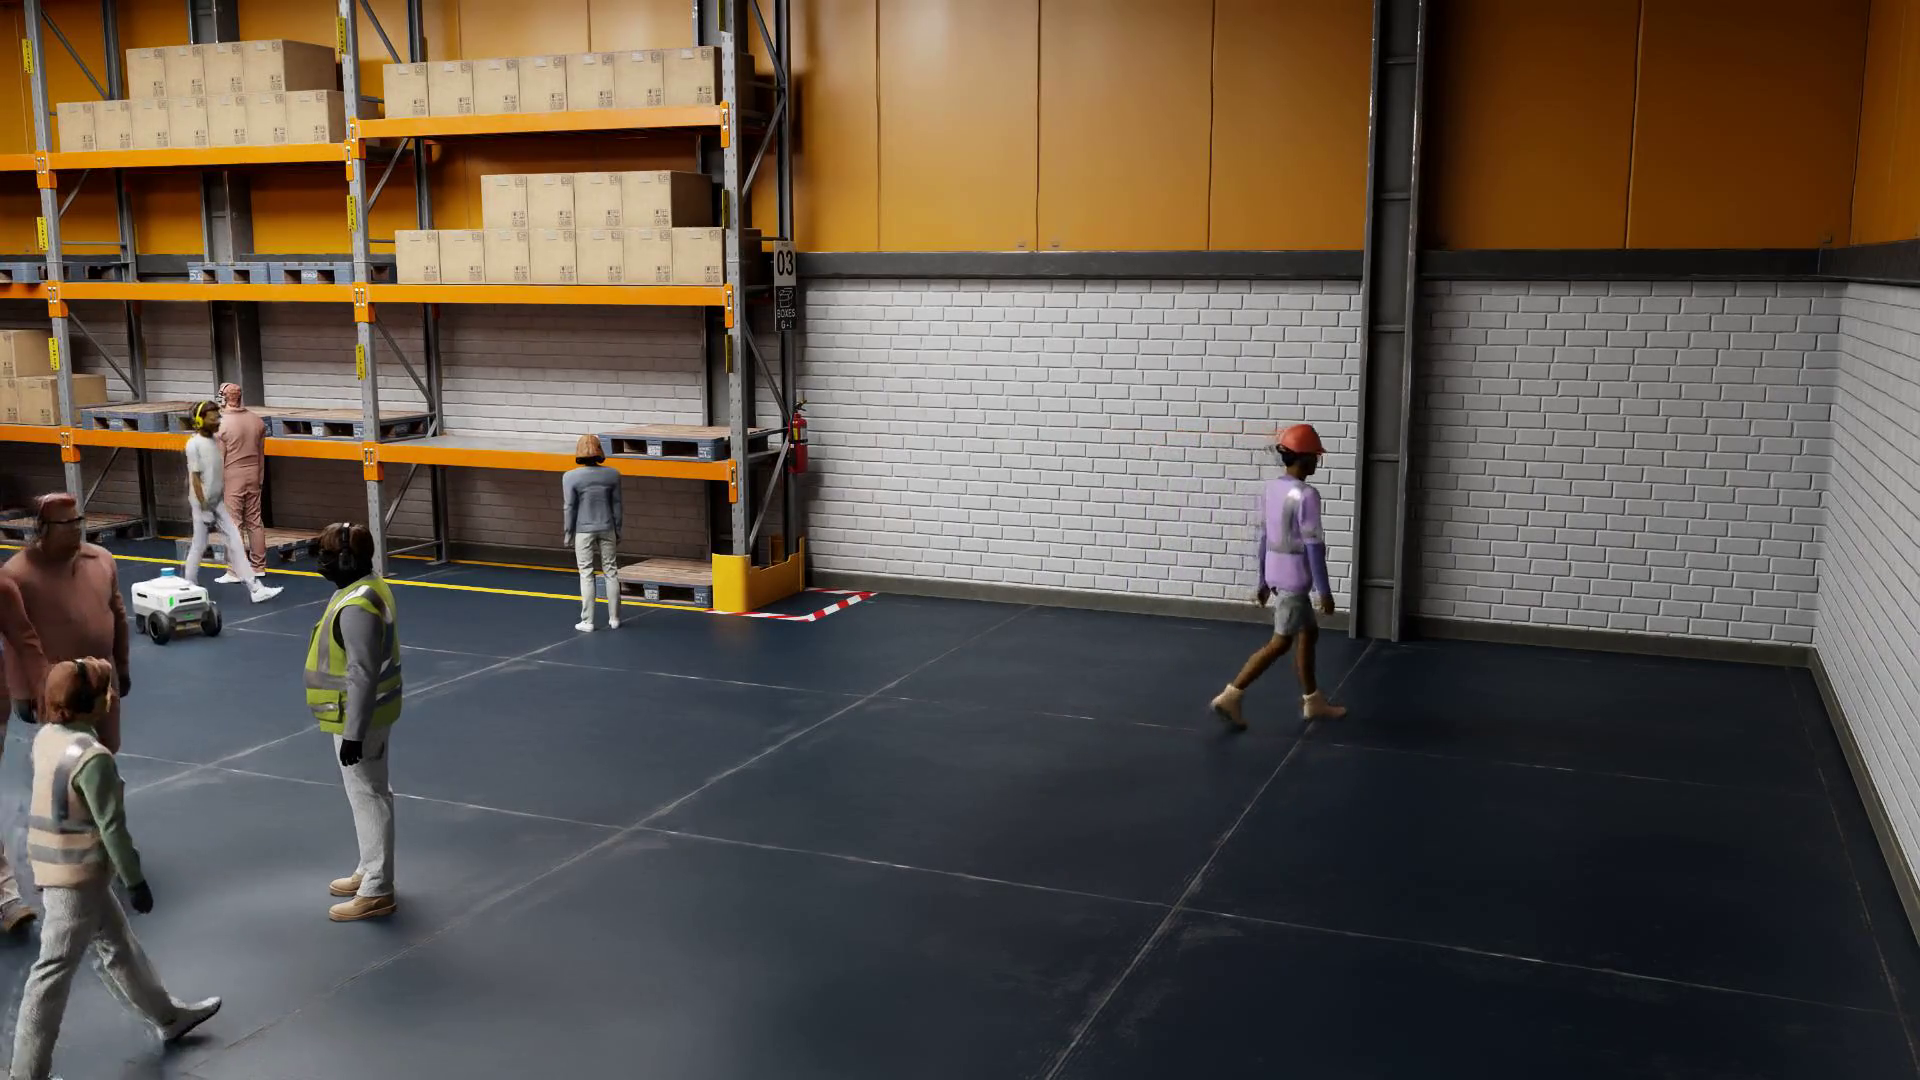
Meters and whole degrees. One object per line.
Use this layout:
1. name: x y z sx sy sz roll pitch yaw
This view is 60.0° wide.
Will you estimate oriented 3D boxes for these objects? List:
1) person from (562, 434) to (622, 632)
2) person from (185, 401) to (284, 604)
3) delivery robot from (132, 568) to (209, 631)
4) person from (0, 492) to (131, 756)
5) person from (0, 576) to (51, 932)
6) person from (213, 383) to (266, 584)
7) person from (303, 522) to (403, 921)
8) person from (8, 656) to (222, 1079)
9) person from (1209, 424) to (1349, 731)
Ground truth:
1. person: -3.028 -0.058 13.724 0.501 1.633 0.288 -6 11 -31
2. person: -6.481 -0.300 14.635 0.932 1.816 0.534 1 9 8
3. delivery robot: -6.414 0.471 13.499 0.707 0.478 0.477 8 12 39
4. person: -4.580 0.677 8.519 0.740 1.885 0.648 5 10 26
5. person: -4.540 0.809 7.615 1.067 1.919 0.624 7 12 36
6. person: -6.898 -0.541 15.826 0.408 1.908 0.641 4 10 21
7. person: -2.807 0.828 7.728 0.429 1.844 0.627 -3 10 -18
8. person: -3.148 1.217 6.106 0.846 1.593 0.537 -9 13 -43
9. person: 2.083 0.246 10.790 0.980 2.009 0.612 -2 10 -12
